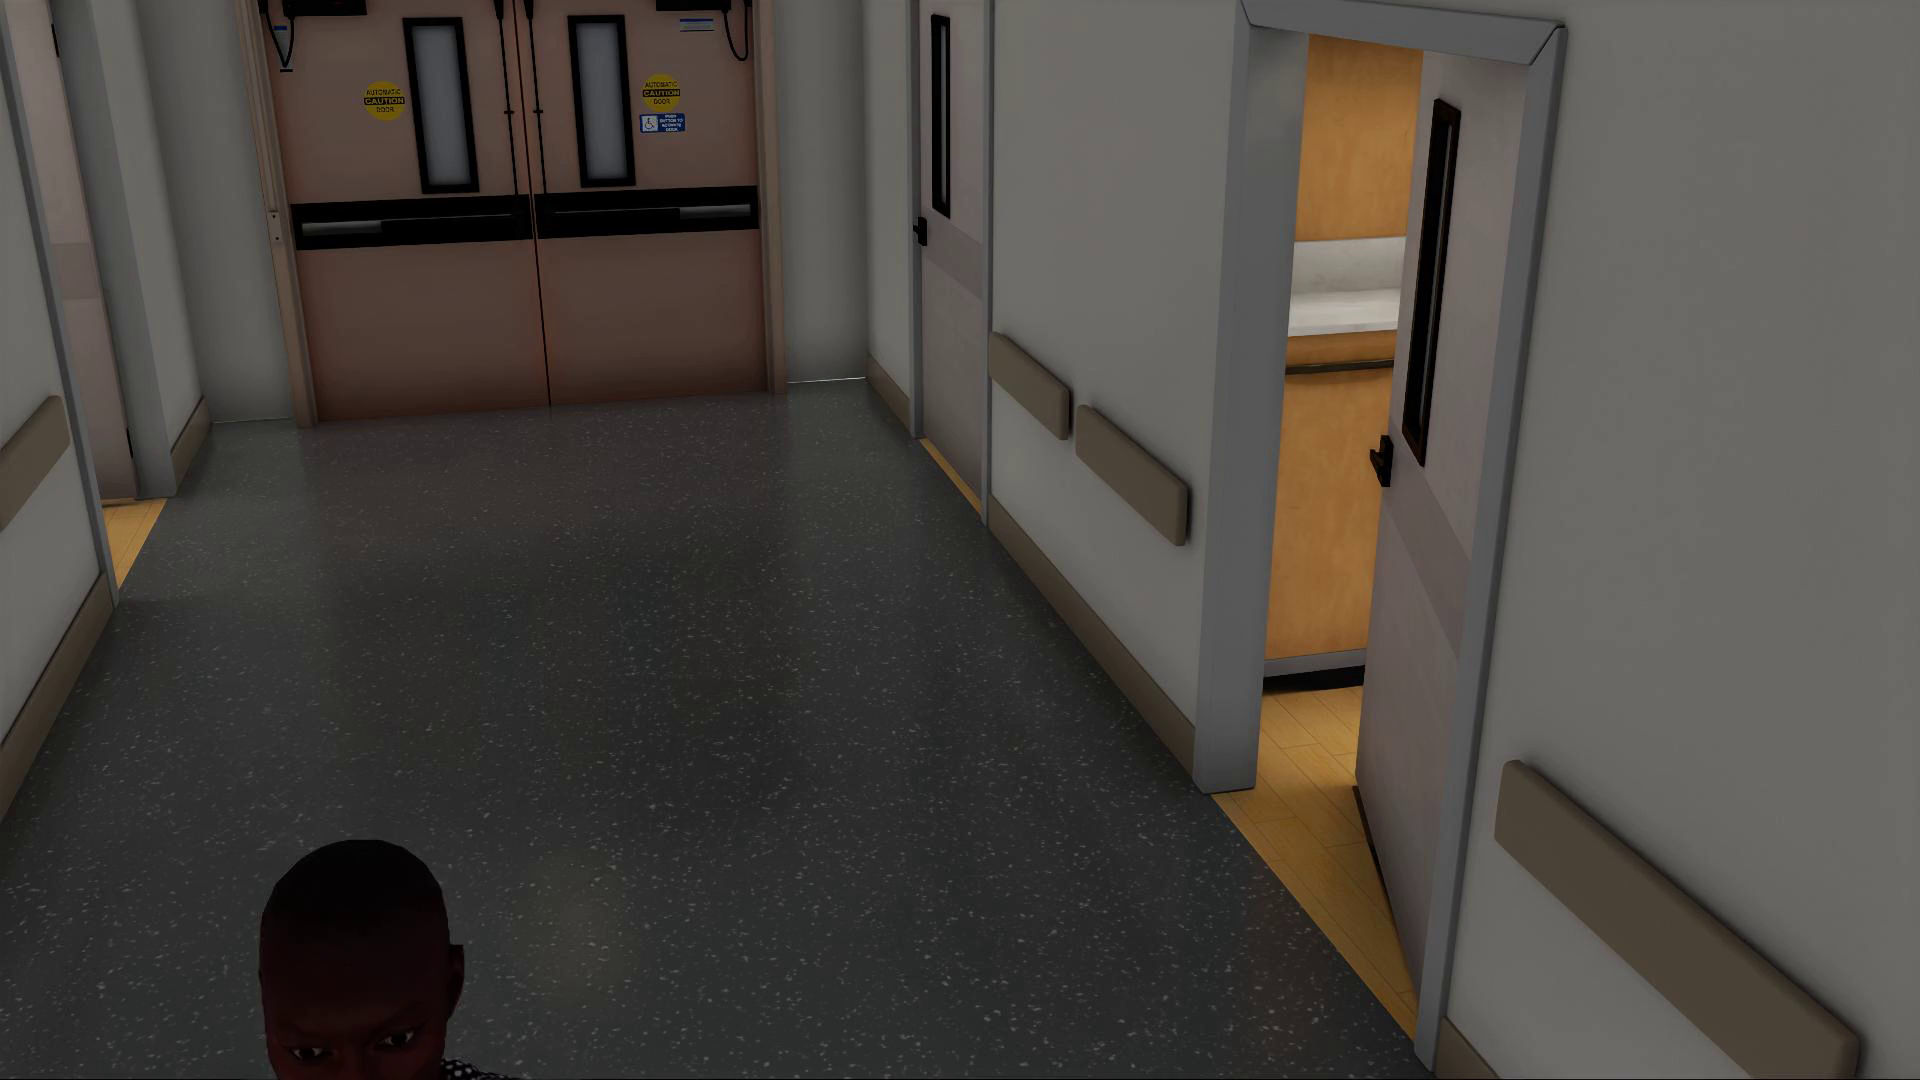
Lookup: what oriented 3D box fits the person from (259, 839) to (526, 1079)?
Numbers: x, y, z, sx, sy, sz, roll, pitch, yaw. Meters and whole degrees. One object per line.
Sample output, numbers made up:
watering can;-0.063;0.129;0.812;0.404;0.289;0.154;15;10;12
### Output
person;-0.547;1.061;1.722;0.638;1.778;0.806;-6;22;-15
